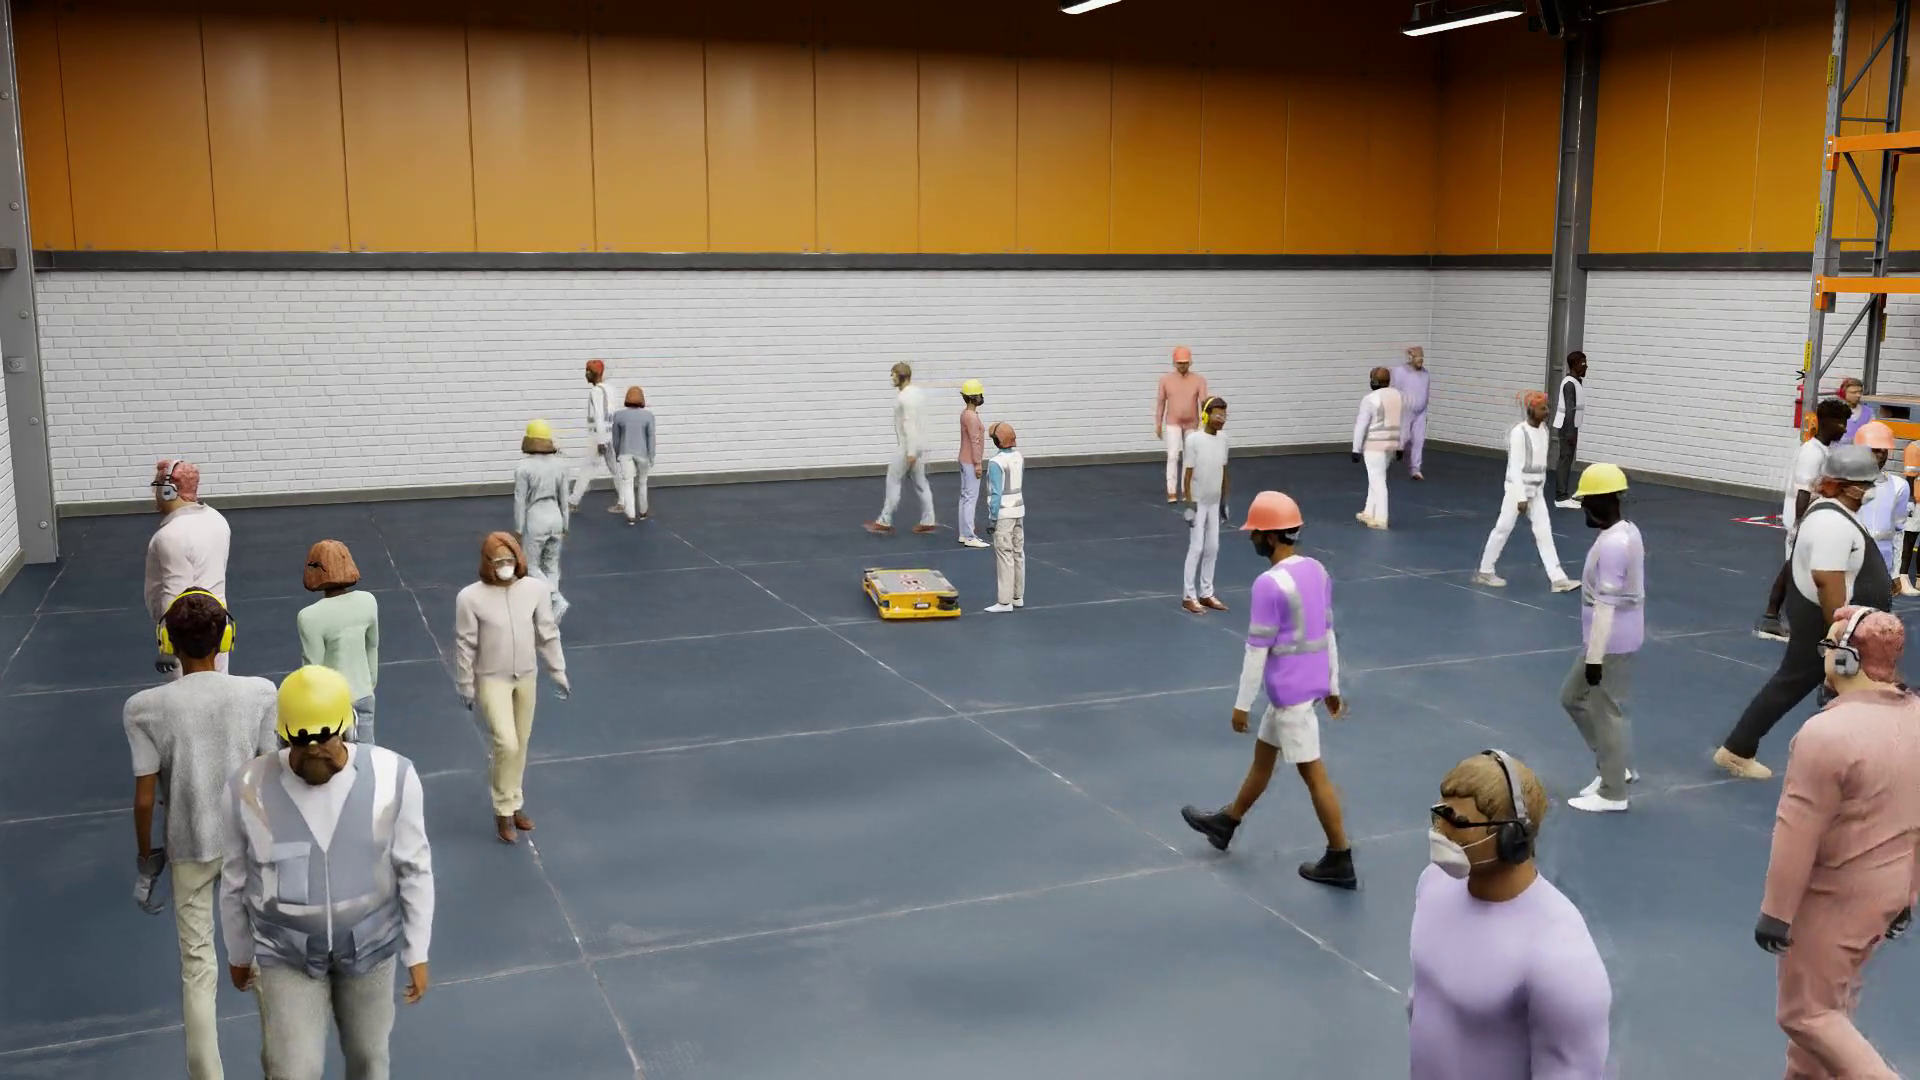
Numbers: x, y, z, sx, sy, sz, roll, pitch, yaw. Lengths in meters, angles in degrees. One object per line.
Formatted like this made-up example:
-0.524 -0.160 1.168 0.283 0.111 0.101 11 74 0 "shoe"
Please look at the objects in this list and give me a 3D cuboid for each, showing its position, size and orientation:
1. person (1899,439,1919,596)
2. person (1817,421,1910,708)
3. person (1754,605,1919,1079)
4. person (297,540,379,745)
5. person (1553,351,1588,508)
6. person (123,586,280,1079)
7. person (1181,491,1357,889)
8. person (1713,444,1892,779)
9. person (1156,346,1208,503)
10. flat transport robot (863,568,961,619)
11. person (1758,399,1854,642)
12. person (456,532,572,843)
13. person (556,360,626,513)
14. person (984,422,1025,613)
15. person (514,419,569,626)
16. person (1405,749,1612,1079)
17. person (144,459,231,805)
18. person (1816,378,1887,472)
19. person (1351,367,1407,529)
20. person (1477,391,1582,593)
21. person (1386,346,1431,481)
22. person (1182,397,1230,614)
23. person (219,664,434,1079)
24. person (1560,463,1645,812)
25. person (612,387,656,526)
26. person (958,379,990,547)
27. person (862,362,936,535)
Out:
8.699 -0.344 14.968 0.536 1.697 0.318 -4 10 -21 "person"
6.005 0.175 11.079 0.545 1.942 0.350 1 9 6 "person"
2.900 1.150 5.360 0.656 1.885 0.744 -6 11 -33 "person"
-3.049 0.807 8.182 0.285 1.633 0.500 4 10 21 "person"
7.496 -1.360 20.449 0.391 1.920 0.587 4 10 20 "person"
-2.592 1.088 5.765 0.521 1.873 0.336 -6 11 -31 "person"
1.510 0.703 8.060 1.016 1.875 0.554 7 11 35 "person"
4.887 0.396 9.444 1.046 2.000 0.680 5 11 27 "person"
2.780 -1.419 20.701 0.639 1.953 0.914 0 9 3 "person"
-0.437 0.447 14.485 0.652 0.197 1.431 -2 9 -10 "flat transport robot"
6.751 -0.126 12.954 0.917 1.919 0.634 5 11 28 "person"
-2.302 0.751 8.586 0.517 1.609 0.518 -9 13 -43 "person"
-4.386 -1.226 19.882 0.970 1.833 0.607 1 9 6 "person"
0.389 -0.190 14.217 0.314 1.636 0.515 5 11 29 "person"
-3.342 -0.112 13.444 0.513 1.730 0.493 8 12 40 "person"
1.243 1.397 3.753 0.690 1.921 0.633 -2 10 -10 "person"
-4.270 0.504 9.190 0.406 1.910 0.639 0 9 -1 "person"
9.209 -0.766 17.220 0.584 1.800 0.942 -2 9 -9 "person"
4.652 -1.052 18.870 0.654 1.819 0.756 -6 11 -33 "person"
5.177 -0.435 15.142 0.597 1.822 1.000 -8 12 -39 "person"
6.184 -1.771 23.099 0.663 1.881 0.786 -4 10 -22 "person"
2.126 -0.299 14.228 0.528 1.855 0.367 -7 12 -38 "person"
-1.919 1.240 5.070 0.608 1.804 0.464 -4 10 -24 "person"
3.478 0.534 9.006 0.444 1.902 0.616 4 10 24 "person"
-3.737 -0.967 19.091 0.497 1.578 0.891 -1 9 -9 "person"
0.137 -0.809 17.569 0.305 1.772 0.525 -2 10 -12 "person"
-0.685 -0.995 18.286 0.924 1.899 0.654 1 9 3 "person"
